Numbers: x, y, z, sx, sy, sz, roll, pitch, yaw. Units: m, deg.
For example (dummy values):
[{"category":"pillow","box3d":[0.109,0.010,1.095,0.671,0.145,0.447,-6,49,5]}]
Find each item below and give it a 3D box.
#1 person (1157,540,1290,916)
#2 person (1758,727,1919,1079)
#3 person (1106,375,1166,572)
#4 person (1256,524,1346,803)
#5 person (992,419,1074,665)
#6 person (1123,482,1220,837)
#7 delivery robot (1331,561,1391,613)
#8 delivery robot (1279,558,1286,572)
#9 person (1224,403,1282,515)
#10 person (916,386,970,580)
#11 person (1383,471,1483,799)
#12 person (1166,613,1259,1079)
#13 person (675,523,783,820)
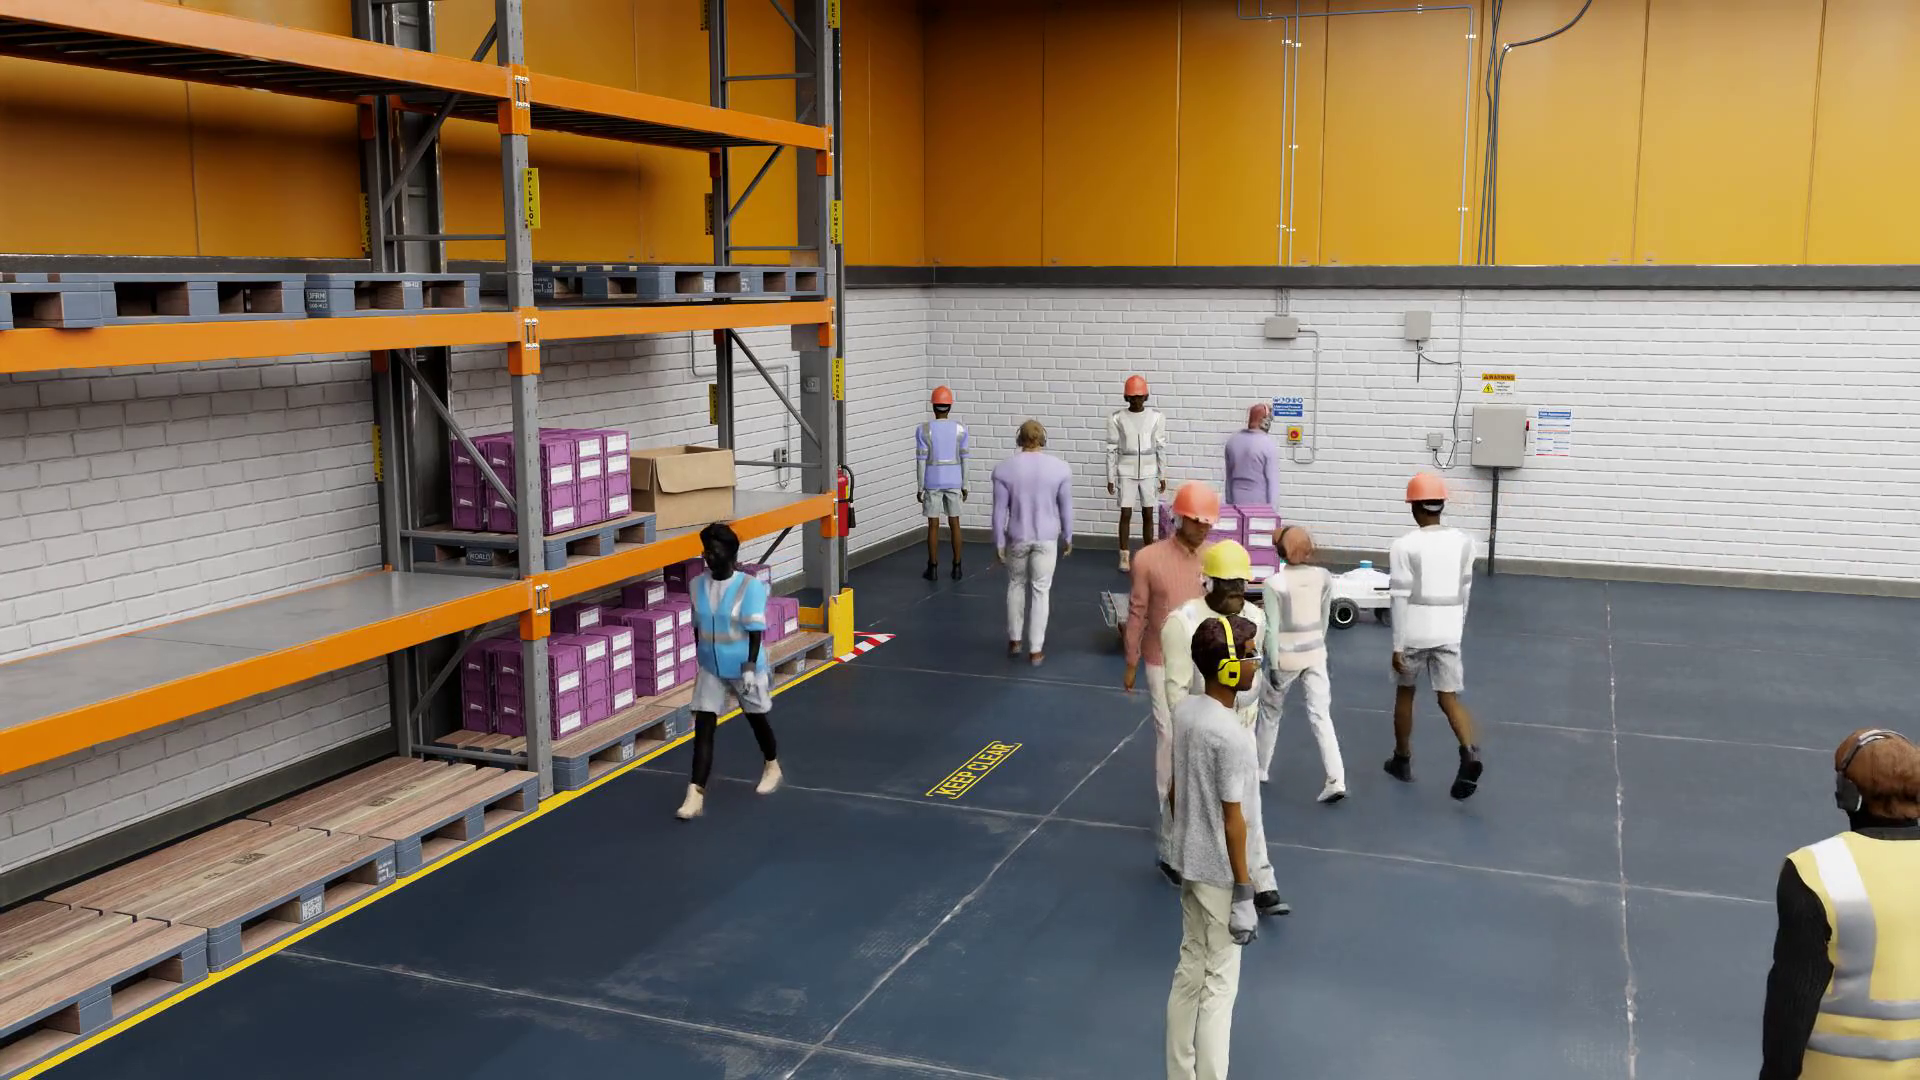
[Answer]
[{"category":"person","box3d":[1.232,0.886,7.951,0.601,1.788,0.911,-4,10,-21]},{"category":"person","box3d":[2.430,1.410,4.491,0.634,1.839,0.429,-1,9,-8]},{"category":"person","box3d":[1.797,-0.667,16.959,0.612,2.029,0.407,0,9,-3]},{"category":"person","box3d":[1.976,0.706,9.673,0.508,1.598,0.855,-4,10,-22]},{"category":"person","box3d":[0.582,-0.005,13.163,0.641,1.908,0.775,1,9,6]},{"category":"person","box3d":[1.203,0.625,9.125,0.632,1.950,0.951,-2,9,-10]},{"category":"delivery robot","box3d":[3.512,0.423,14.418,0.707,0.478,0.477,0,9,-1]},{"category":"delivery robot","box3d":[2.819,0.379,14.693,0.707,0.478,0.477,5,10,31]},{"category":"person","box3d":[2.656,-0.324,15.320,0.788,1.873,0.652,-7,11,-38]},{"category":"person","box3d":[-0.179,-0.562,16.569,0.545,1.939,0.354,-2,9,-12]},{"category":"person","box3d":[2.777,0.559,9.702,0.541,1.900,0.858,-1,9,-7]},{"category":"person","box3d":[0.907,1.178,5.852,0.328,1.873,0.517,-3,9,-17]},{"category":"person","box3d":[-1.309,0.716,9.455,0.546,1.651,0.894,4,10,22]}]
